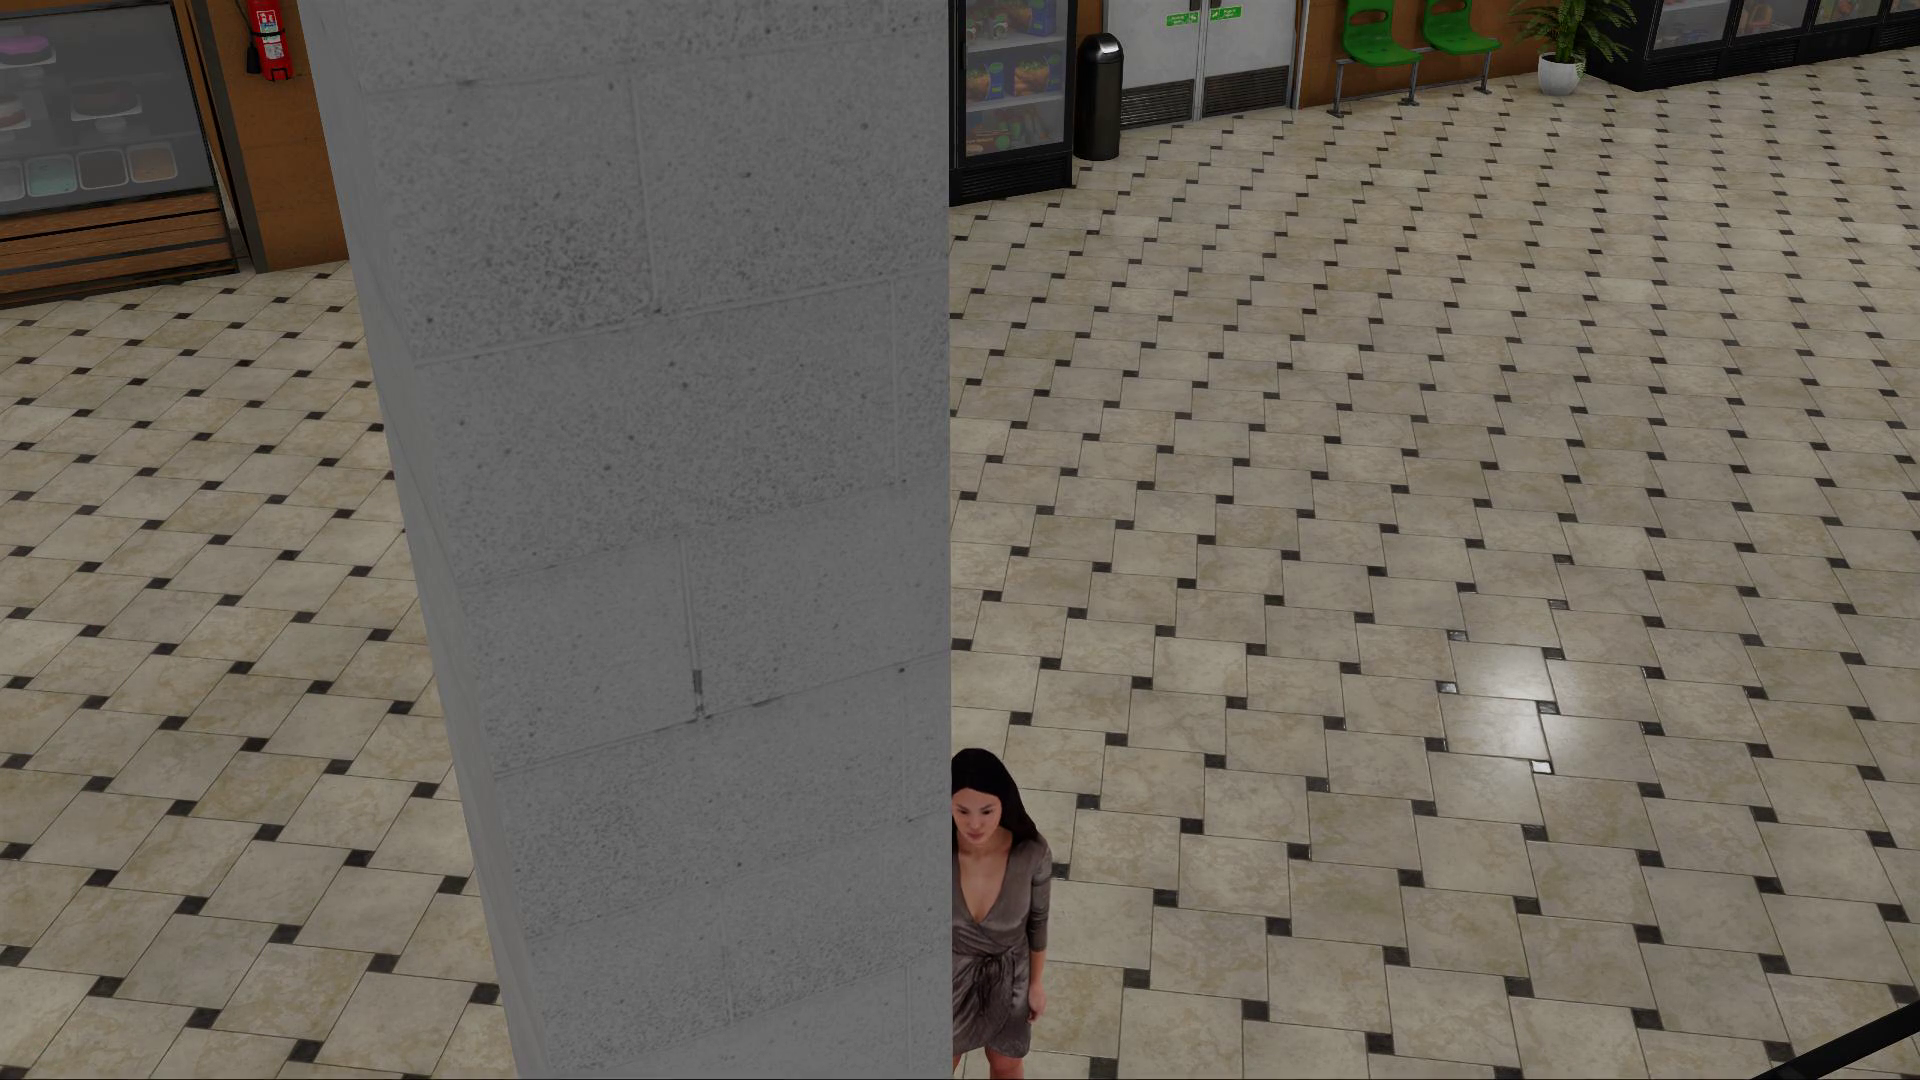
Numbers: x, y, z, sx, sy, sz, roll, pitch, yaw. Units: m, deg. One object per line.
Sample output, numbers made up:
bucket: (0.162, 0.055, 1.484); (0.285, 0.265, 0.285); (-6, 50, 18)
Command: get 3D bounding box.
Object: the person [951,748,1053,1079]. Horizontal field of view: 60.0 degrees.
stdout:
person: (0.045, 1.316, 4.947); (0.655, 1.746, 0.638); (-1, 32, -1)
